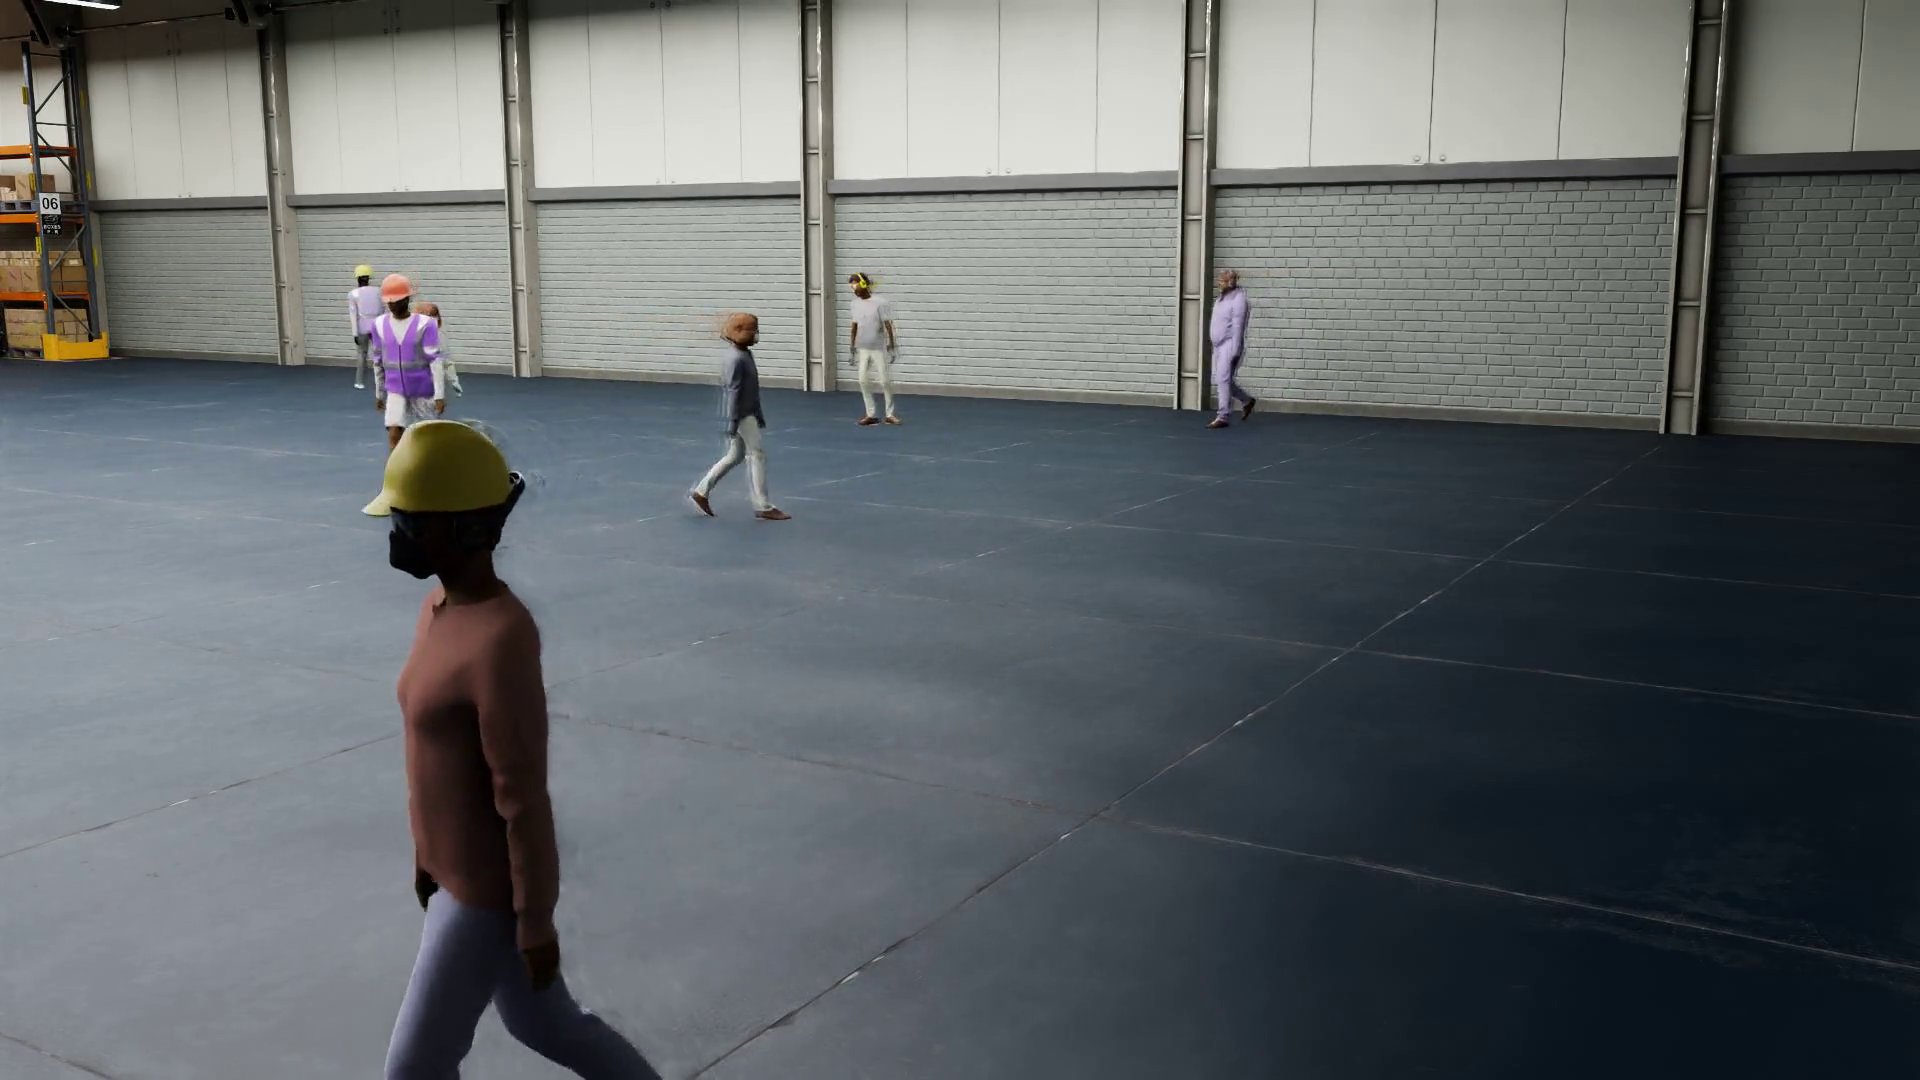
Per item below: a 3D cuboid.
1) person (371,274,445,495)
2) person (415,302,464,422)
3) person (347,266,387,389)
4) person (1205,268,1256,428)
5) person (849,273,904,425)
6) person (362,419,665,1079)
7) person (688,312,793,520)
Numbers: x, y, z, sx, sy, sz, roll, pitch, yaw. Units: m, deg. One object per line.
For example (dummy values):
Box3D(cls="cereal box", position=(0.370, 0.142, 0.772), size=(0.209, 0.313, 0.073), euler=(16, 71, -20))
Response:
Box3D(cls="person", position=(-4.491, -1.212, 13.533), size=(0.623, 1.866, 1.004), euler=(0, 10, 1))
Box3D(cls="person", position=(-4.925, -1.422, 15.569), size=(0.844, 1.586, 0.517), euler=(4, 10, 20))
Box3D(cls="person", position=(-8.931, -3.193, 25.117), size=(0.596, 1.884, 0.954), euler=(-6, 12, -32))
Box3D(cls="person", position=(3.224, -2.265, 19.681), size=(0.648, 1.886, 0.645), euler=(-3, 10, -15))
Box3D(cls="person", position=(-0.987, -2.266, 19.865), size=(0.655, 1.834, 0.434), euler=(5, 11, 25))
Box3D(cls="person", position=(-0.872, 0.621, 3.192), size=(0.880, 1.730, 0.528), euler=(-5, 11, -26))
Box3D(cls="person", position=(-1.722, -0.947, 12.764), size=(0.783, 1.606, 0.501), euler=(0, 10, 0))
